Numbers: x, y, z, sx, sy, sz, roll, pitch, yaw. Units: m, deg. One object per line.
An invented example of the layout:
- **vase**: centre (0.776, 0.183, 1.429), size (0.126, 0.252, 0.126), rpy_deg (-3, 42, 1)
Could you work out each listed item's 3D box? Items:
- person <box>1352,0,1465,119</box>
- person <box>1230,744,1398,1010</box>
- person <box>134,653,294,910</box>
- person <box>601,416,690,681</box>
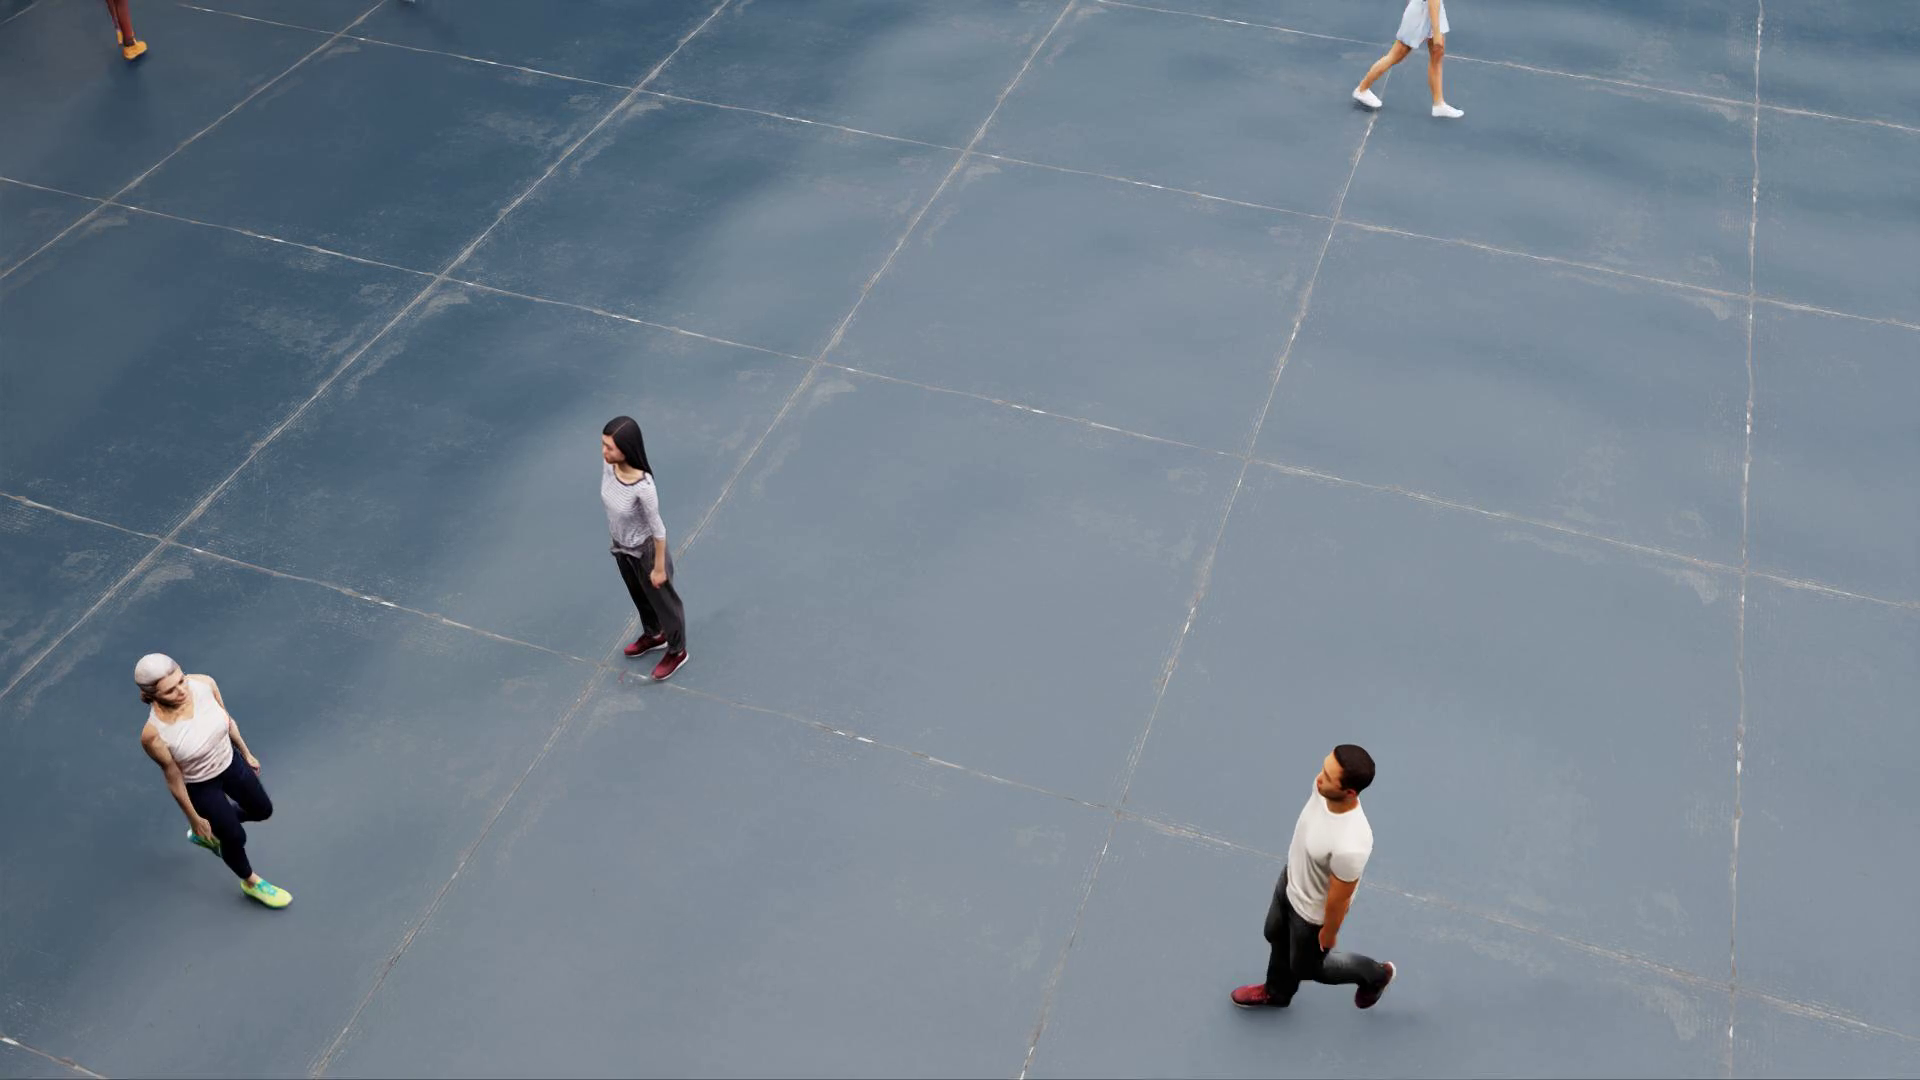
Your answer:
- **person**: centre (3.613, -4.182, 13.313), size (1.123, 1.688, 0.573), rpy_deg (14, 45, 14)
- **person**: centre (1.615, 1.519, 7.136), size (1.059, 1.786, 0.896), rpy_deg (-4, 43, -4)
- **person**: centre (-3.521, 1.091, 7.666), size (0.767, 1.688, 0.623), rpy_deg (12, 44, 13)
- **person**: centre (-1.670, 0.038, 8.761), size (0.742, 1.733, 0.625), rpy_deg (-32, 52, -30)
